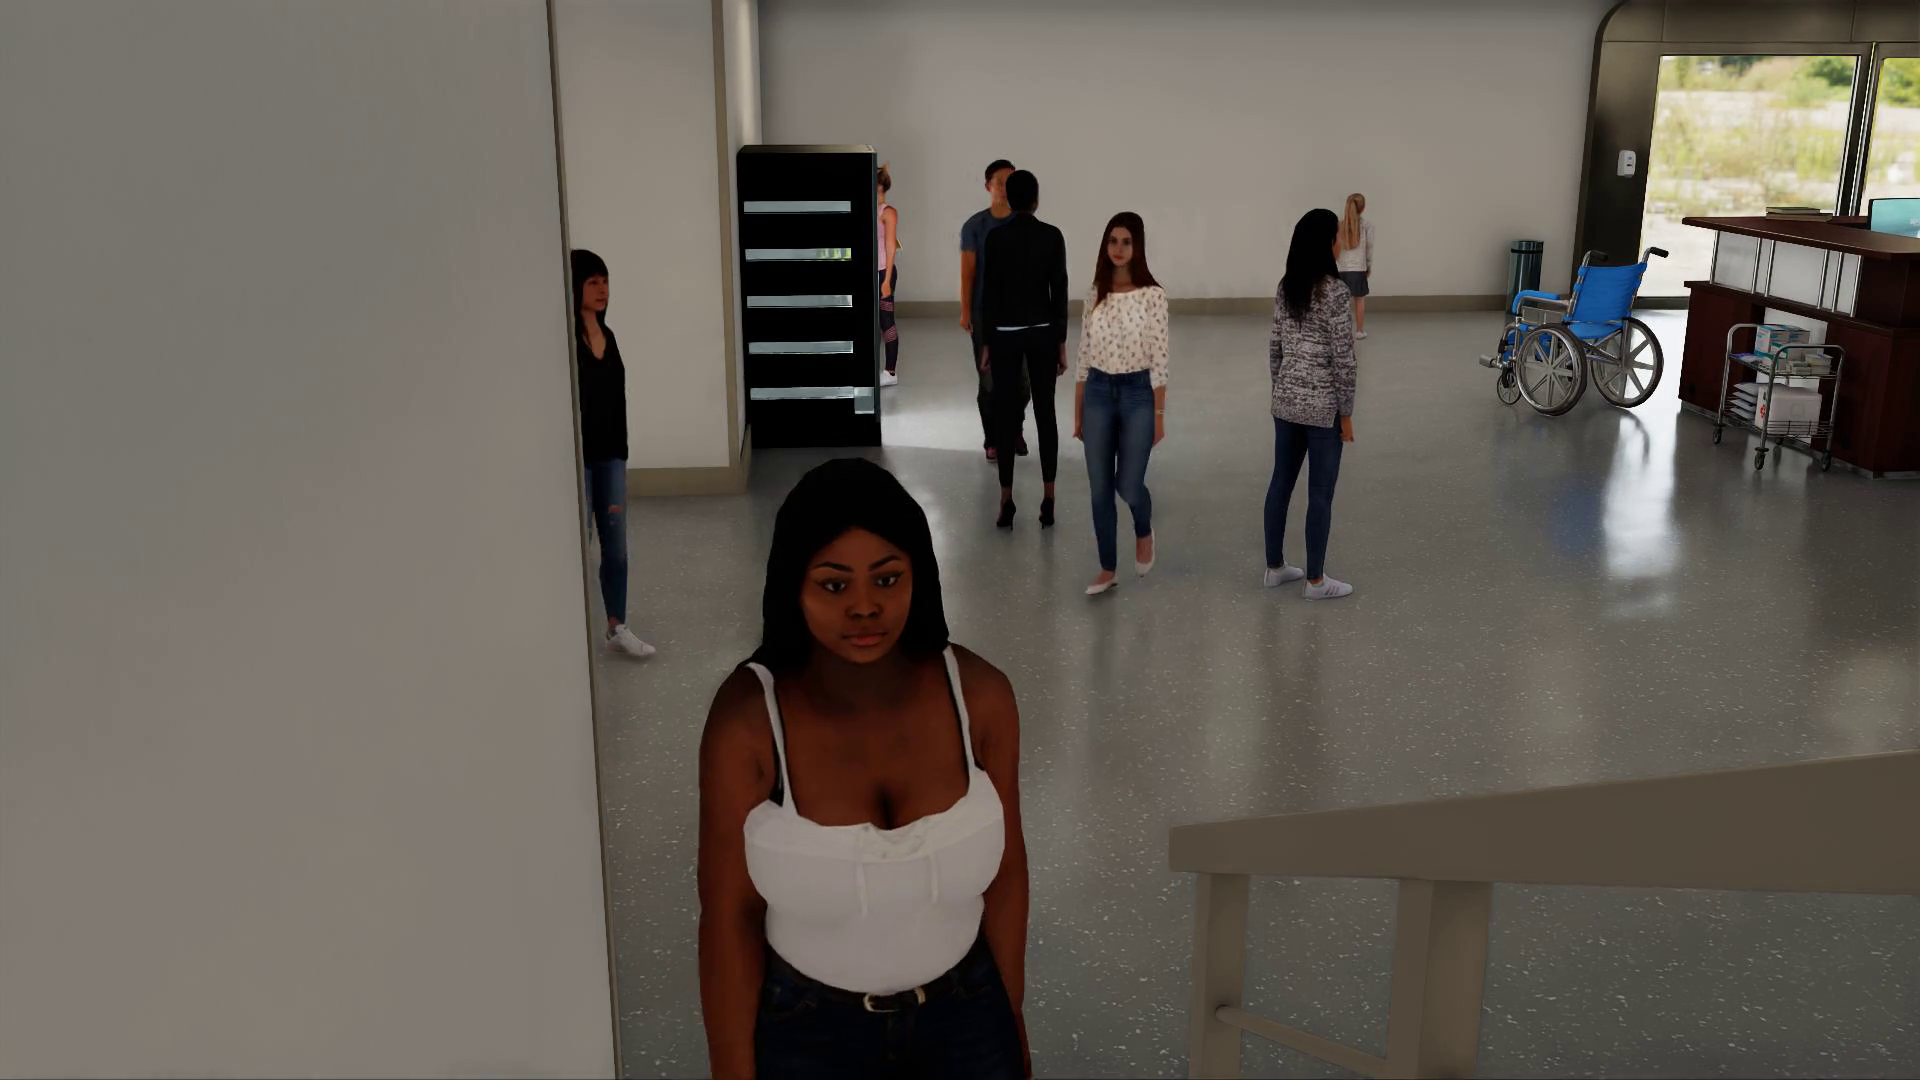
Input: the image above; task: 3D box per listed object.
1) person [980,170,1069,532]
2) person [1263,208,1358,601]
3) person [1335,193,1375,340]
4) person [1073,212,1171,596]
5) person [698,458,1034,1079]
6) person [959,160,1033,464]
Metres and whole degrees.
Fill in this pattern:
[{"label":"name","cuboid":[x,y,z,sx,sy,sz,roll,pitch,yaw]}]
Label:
[{"label":"person","cuboid":[0.328,-0.965,8.532,0.595,1.835,0.515,-1,16,-5]},{"label":"person","cuboid":[1.565,-0.612,7.469,0.746,1.733,0.625,-10,19,-33]},{"label":"person","cuboid":[3.488,-2.437,14.772,0.580,1.276,0.613,5,17,17]},{"label":"person","cuboid":[0.763,-0.506,7.512,0.766,1.507,0.832,9,18,30]},{"label":"person","cuboid":[-0.156,0.734,2.581,0.695,1.795,0.691,-3,16,-11]},{"label":"person","cuboid":[0.212,-1.376,10.057,0.691,1.798,0.639,-3,16,-10]}]
